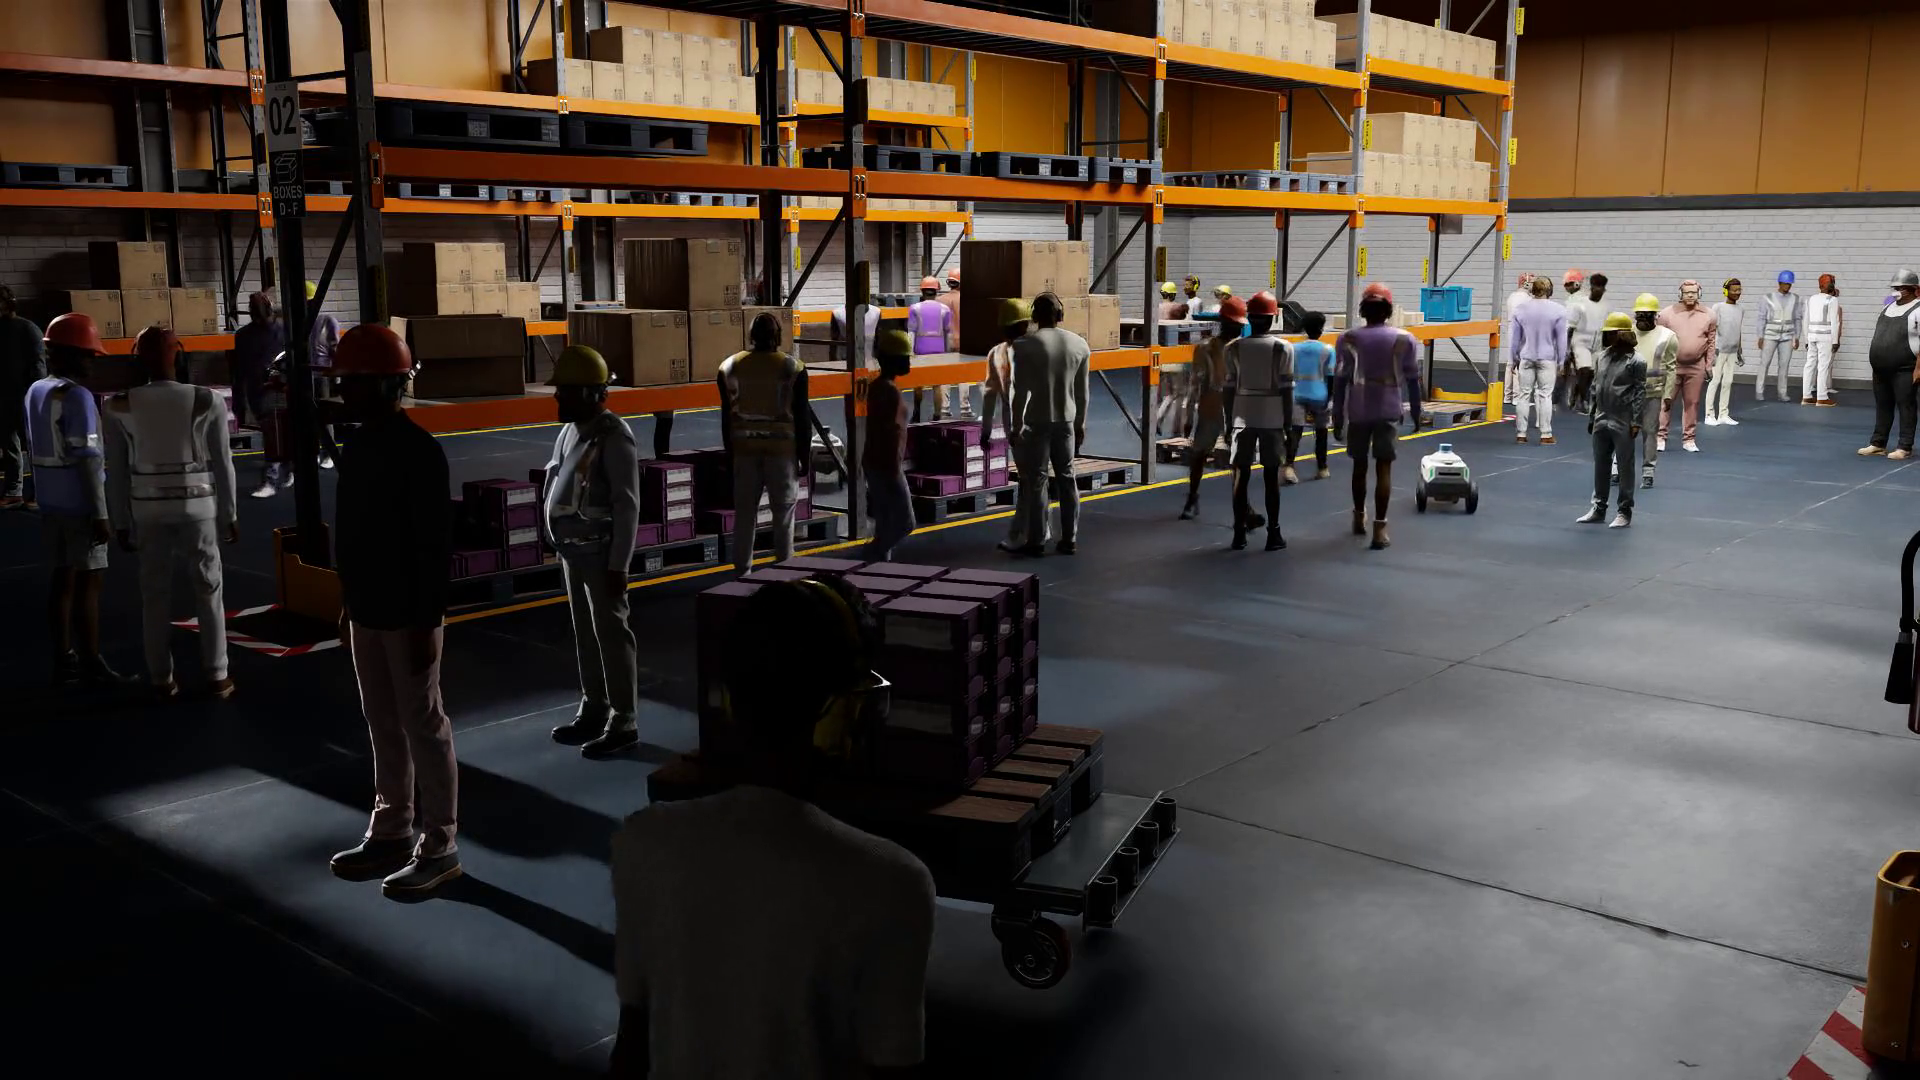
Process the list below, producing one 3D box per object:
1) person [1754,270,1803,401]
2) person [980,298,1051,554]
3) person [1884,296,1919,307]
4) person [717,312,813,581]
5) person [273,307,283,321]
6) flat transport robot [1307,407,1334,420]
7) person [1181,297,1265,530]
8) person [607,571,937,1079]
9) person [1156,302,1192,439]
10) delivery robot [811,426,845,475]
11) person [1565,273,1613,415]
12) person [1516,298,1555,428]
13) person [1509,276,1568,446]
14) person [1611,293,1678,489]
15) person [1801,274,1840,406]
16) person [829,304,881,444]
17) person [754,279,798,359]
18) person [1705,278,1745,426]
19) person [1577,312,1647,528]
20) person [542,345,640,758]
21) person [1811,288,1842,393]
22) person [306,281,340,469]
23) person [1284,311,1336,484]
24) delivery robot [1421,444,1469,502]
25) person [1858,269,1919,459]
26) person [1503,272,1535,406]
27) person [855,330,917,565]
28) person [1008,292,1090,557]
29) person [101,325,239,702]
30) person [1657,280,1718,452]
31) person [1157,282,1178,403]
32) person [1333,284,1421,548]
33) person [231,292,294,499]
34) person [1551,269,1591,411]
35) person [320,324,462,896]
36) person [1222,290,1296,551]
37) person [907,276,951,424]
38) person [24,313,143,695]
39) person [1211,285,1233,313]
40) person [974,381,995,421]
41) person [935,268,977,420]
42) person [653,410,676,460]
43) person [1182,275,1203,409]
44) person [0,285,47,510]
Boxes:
[{"bbox_3d":[12.057,-2.991,24.476,0.615,1.933,0.442,2,10,9],"label":"person"},{"bbox_3d":[0.417,-0.840,12.338,0.594,1.874,0.956,7,12,36],"label":"person"},{"bbox_3d":[14.112,-3.031,24.910,0.565,1.850,0.390,6,12,30],"label":"person"},{"bbox_3d":[-1.275,-0.582,11.020,0.619,1.835,0.430,1,10,7],"label":"person"},{"bbox_3d":[-7.275,-1.689,17.915,0.495,1.626,0.284,6,12,31],"label":"person"},{"bbox_3d":[4.618,-1.749,22.101,0.652,0.197,1.431,5,11,25],"label":"flat transport robot"},{"bbox_3d":[2.110,-1.028,13.461,0.604,1.869,1.053,-2,10,-11],"label":"person"},{"bbox_3d":[-0.299,0.969,2.193,0.572,1.838,0.728,5,11,26],"label":"person"},{"bbox_3d":[2.538,-1.992,19.606,0.382,1.625,0.544,-6,12,-31],"label":"person"},{"bbox_3d":[-1.289,-0.843,15.870,0.477,0.478,0.707,-1,10,-8],"label":"delivery robot"},{"bbox_3d":[8.524,-2.682,22.719,0.639,1.924,0.795,-2,10,-9],"label":"person"},{"bbox_3d":[7.212,-2.219,20.885,0.310,1.640,0.514,-10,14,-44],"label":"person"},{"bbox_3d":[6.613,-2.045,19.040,0.635,1.937,0.355,7,12,33],"label":"person"},{"bbox_3d":[6.413,-1.402,15.680,0.586,1.835,0.404,7,12,36],"label":"person"},{"bbox_3d":[12.352,-2.859,23.840,0.356,1.883,0.572,-3,11,-19],"label":"person"},{"bbox_3d":[-1.186,-2.040,19.103,0.639,1.900,0.549,-2,10,-11],"label":"person"},{"bbox_3d":[-1.778,-1.386,15.108,0.604,2.016,0.970,9,13,41],"label":"person"},{"bbox_3d":[9.791,-2.395,21.225,0.520,1.874,0.327,-3,10,-18],"label":"person"},{"bbox_3d":[5.287,-0.967,13.460,0.311,1.742,0.493,-6,12,-30],"label":"person"},{"bbox_3d":[-1.648,0.048,7.427,0.404,1.830,0.599,-7,12,-35],"label":"person"},{"bbox_3d":[13.496,-3.104,25.923,0.314,1.639,0.515,-4,11,-19],"label":"person"},{"bbox_3d":[-6.653,-1.691,17.062,0.604,1.919,0.413,1,10,7],"label":"person"},{"bbox_3d":[3.345,-1.363,15.968,0.541,1.656,0.857,6,12,30],"label":"person"},{"bbox_3d":[4.203,-0.591,14.421,0.477,0.478,0.707,2,10,10],"label":"delivery robot"},{"bbox_3d":[10.051,-1.891,17.875,0.538,2.000,0.686,-3,10,-16],"label":"person"},{"bbox_3d":[8.071,-2.875,23.860,0.401,1.906,0.649,-1,10,-4],"label":"person"},{"bbox_3d":[-0.482,-0.453,10.526,0.440,1.751,0.526,-4,11,-20],"label":"person"},{"bbox_3d":[0.645,-0.839,12.184,0.631,1.935,0.362,-4,11,-20],"label":"person"},{"bbox_3d":[-3.906,-0.122,8.271,0.582,1.879,0.366,-3,11,-19],"label":"person"},{"bbox_3d":[8.028,-1.921,18.427,0.642,1.909,0.399,2,10,12],"label":"person"},{"bbox_3d":[3.007,-2.846,24.097,0.311,1.769,0.525,-8,13,-38],"label":"person"},{"bbox_3d":[3.200,-0.969,12.794,0.649,1.983,0.995,3,10,17],"label":"person"},{"bbox_3d":[-6.368,-1.357,15.361,0.663,1.865,0.986,2,10,11],"label":"person"},{"bbox_3d":[8.384,-2.751,23.020,0.914,1.957,0.642,2,10,11],"label":"person"},{"bbox_3d":[-2.008,0.242,5.860,0.611,1.995,0.375,8,13,40],"label":"person"},{"bbox_3d":[2.230,-0.885,12.433,0.542,1.939,0.365,4,11,20],"label":"person"},{"bbox_3d":[-0.413,-2.349,20.902,0.605,1.892,0.869,-2,10,-13],"label":"person"},{"bbox_3d":[-4.485,-0.183,8.476,0.548,1.925,0.388,7,12,36],"label":"person"},{"bbox_3d":[3.714,-2.830,24.112,0.446,1.722,0.571,2,10,12],"label":"person"},{"bbox_3d":[0.355,-2.363,21.735,0.312,1.627,0.528,4,11,21],"label":"person"},{"bbox_3d":[-0.048,-2.580,21.930,0.614,1.994,0.381,4,11,24],"label":"person"},{"bbox_3d":[-2.919,-1.480,16.517,0.318,1.697,0.525,-4,11,-19],"label":"person"},{"bbox_3d":[3.241,-2.781,23.433,0.328,1.871,0.514,-1,10,-8],"label":"person"},{"bbox_3d":[-8.169,-1.221,14.355,0.631,1.938,0.370,3,10,14],"label":"person"}]
